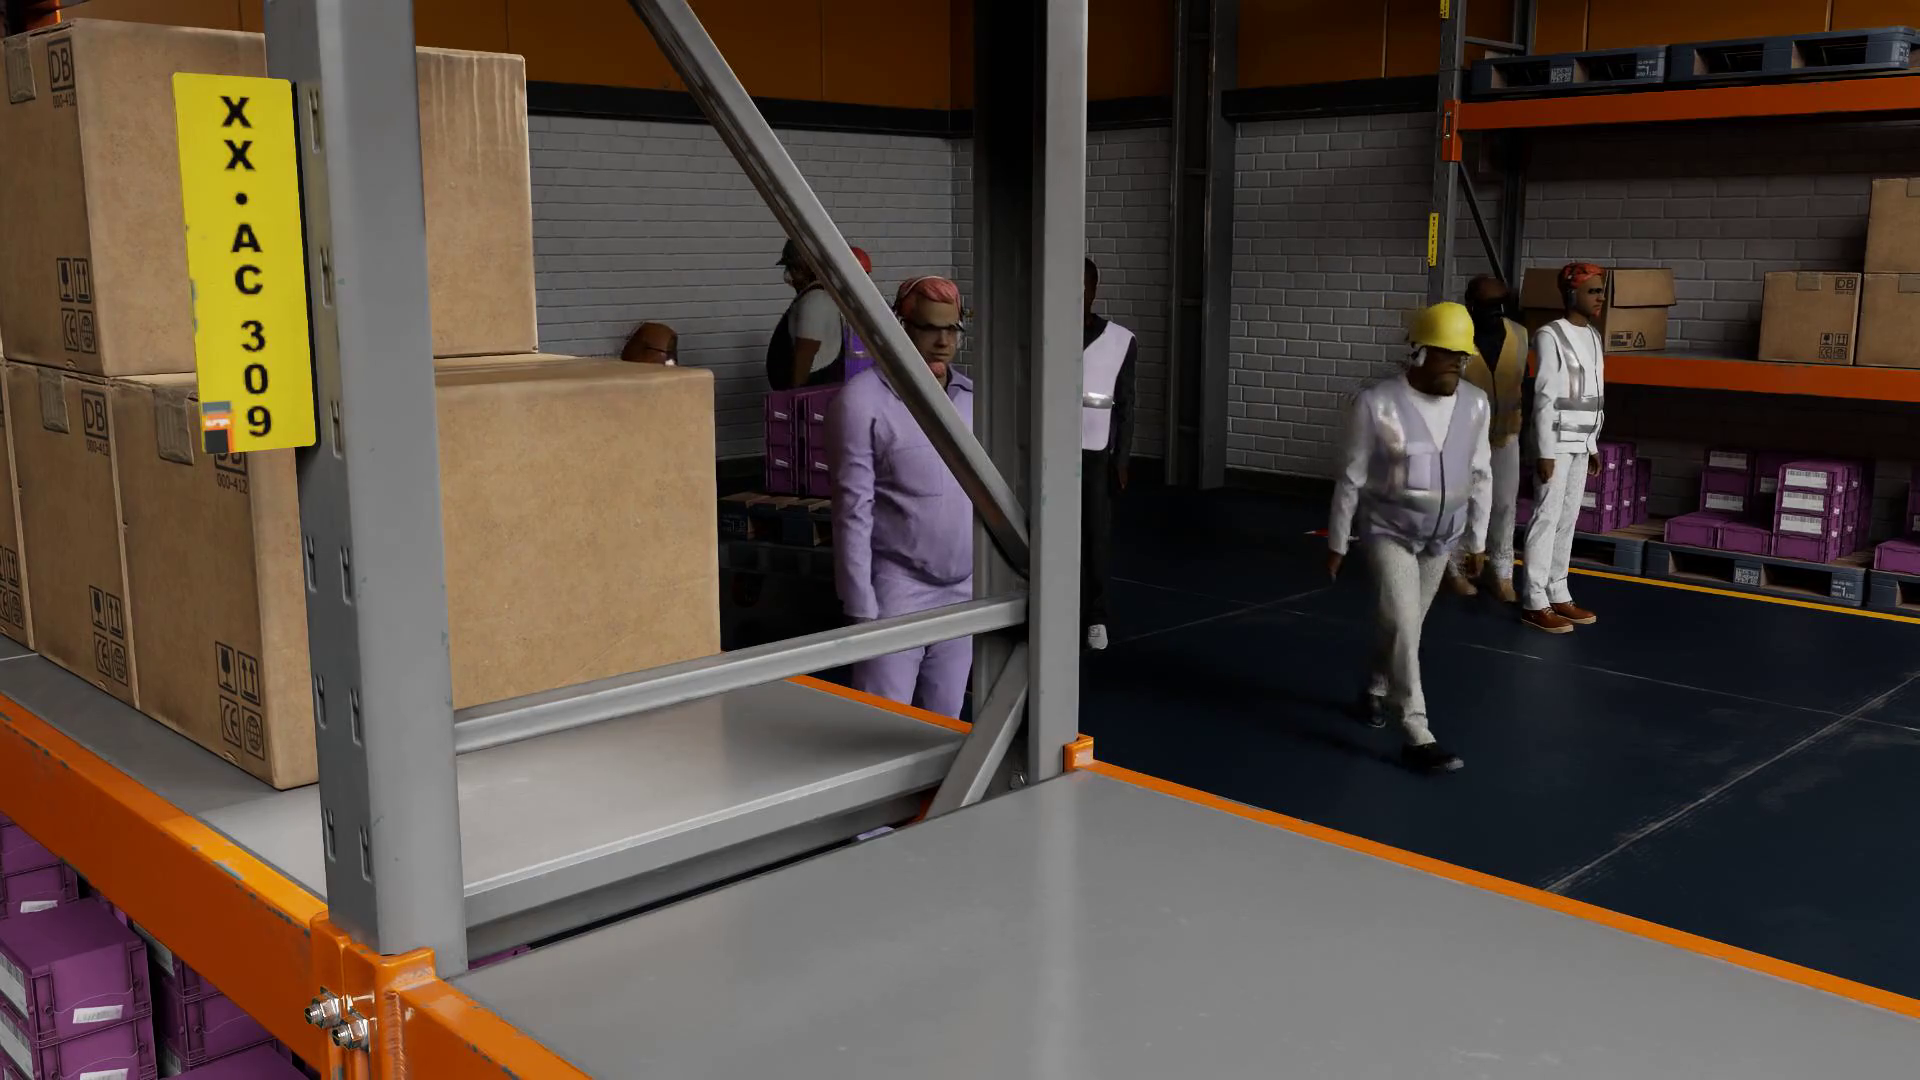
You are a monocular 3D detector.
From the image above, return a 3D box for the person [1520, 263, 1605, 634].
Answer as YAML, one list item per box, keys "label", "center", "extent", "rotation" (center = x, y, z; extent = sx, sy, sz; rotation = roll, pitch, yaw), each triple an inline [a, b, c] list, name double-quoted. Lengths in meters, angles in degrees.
- label: "person"
  center: [3.123, -0.474, 8.562]
  extent: [0.573, 1.883, 0.353]
  rotation: [-10, 14, -44]

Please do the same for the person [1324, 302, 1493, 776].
- label: "person"
  center: [1.738, -0.041, 6.509]
  extent: [0.634, 1.781, 0.942]
  rotation: [-3, 11, -16]

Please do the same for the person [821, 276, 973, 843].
- label: "person"
  center: [-0.108, 0.159, 5.059]
  extent: [0.404, 1.903, 0.636]
  rotation: [10, 14, 42]

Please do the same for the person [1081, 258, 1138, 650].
- label: "person"
  center: [0.567, -0.425, 8.191]
  extent: [0.593, 1.922, 0.392]
  rotation: [3, 11, 15]

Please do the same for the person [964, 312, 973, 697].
- label: "person"
  center: [0.180, -0.219, 7.304]
  extent: [0.403, 1.833, 0.586]
  rotation: [4, 11, 22]

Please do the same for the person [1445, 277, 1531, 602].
- label: "person"
  center: [2.870, -0.546, 9.206]
  extent: [0.639, 1.804, 0.658]
  rotation: [-1, 10, -4]

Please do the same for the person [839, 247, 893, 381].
- label: "person"
  center: [-0.730, -1.089, 11.762]
  extent: [0.546, 1.939, 0.375]
  rotation: [-7, 12, -33]

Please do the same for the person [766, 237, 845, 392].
- label: "person"
  center: [-1.070, -1.061, 11.332]
  extent: [0.571, 2.000, 0.701]
  rotation: [-1, 10, -4]

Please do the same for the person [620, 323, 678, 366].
- label: "person"
  center: [-1.488, -0.209, 7.839]
  extent: [0.520, 1.613, 0.540]
  rotation: [5, 12, 26]
